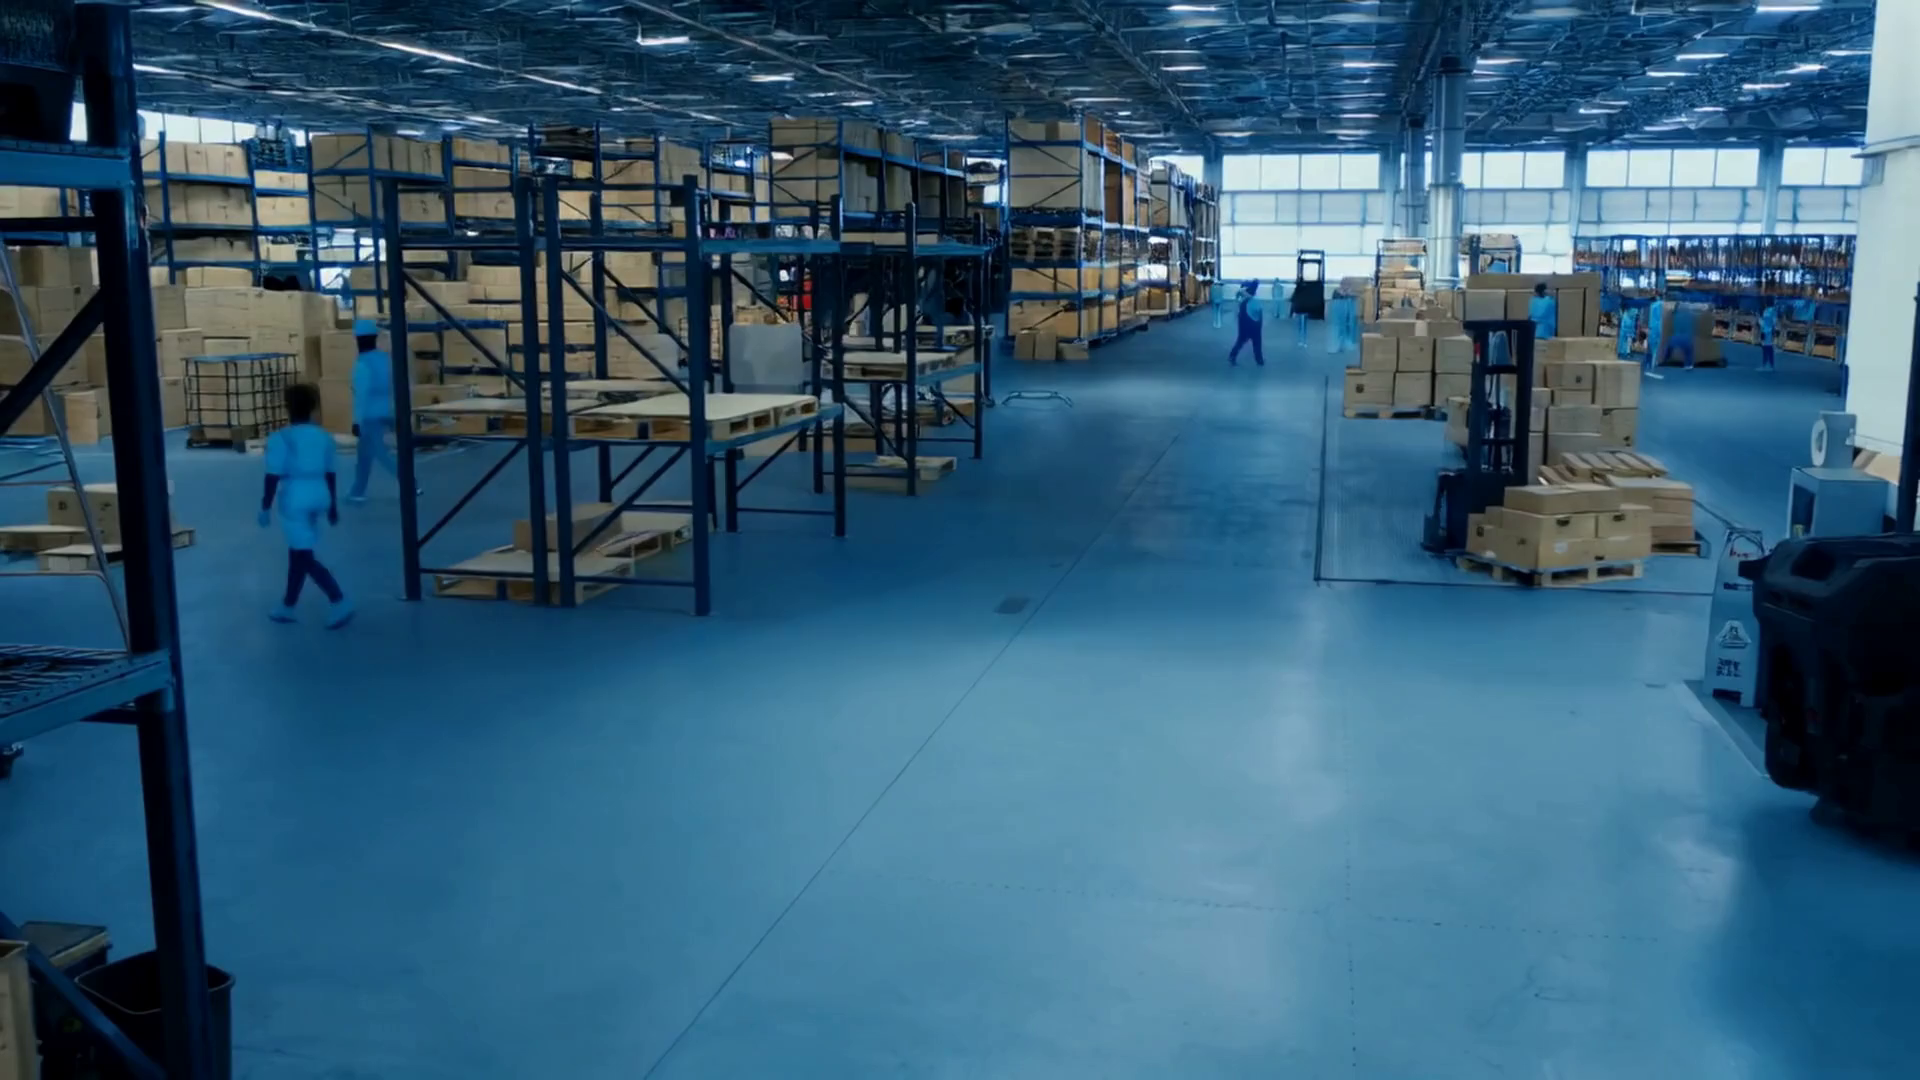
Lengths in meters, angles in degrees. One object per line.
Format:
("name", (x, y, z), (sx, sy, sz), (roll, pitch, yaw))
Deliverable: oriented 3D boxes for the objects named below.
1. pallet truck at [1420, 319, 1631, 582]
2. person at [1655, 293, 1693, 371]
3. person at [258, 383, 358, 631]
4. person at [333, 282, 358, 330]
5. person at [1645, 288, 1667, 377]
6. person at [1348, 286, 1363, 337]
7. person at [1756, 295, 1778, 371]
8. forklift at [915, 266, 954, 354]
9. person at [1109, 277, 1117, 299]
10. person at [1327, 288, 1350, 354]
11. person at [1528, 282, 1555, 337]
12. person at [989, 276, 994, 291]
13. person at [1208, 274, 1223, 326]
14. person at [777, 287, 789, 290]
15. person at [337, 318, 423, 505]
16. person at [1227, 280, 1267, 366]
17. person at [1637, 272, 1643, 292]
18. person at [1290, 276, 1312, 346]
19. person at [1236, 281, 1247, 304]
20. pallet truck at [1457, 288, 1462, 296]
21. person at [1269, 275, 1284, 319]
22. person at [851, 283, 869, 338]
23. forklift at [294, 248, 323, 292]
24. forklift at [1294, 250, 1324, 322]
("pallet truck", (4.543, -0.757, 13.299), (0.823, 1.965, 1.885), (-4, 10, -22))
("person", (15.950, -4.631, 37.040), (0.870, 1.727, 0.538), (2, 10, 10))
("person", (-4.373, -0.224, 11.131), (0.818, 1.657, 0.532), (3, 10, 18))
("person", (-15.204, -5.422, 41.196), (0.592, 1.911, 0.385), (-8, 13, -41))
("person", (14.670, -4.360, 35.015), (0.309, 1.868, 0.535), (1, 10, 7))
("person", (12.460, -7.189, 52.492), (0.525, 1.620, 0.374), (4, 10, 22))
("person", (18.026, -4.617, 37.073), (0.320, 1.693, 0.537), (1, 10, 3))
("forklift", (-0.859, -6.076, 42.187), (1.129, 2.768, 1.873), (2, 10, 12))
("person", (8.302, -13.645, 90.250), (0.646, 1.789, 0.977), (1, 10, 6))
("person", (9.865, -5.679, 43.216), (0.541, 1.737, 0.436), (-2, 10, -10))
("person", (13.275, -4.915, 38.061), (0.598, 1.959, 0.387), (9, 13, 41))
("person", (1.727, -13.274, 88.137), (0.546, 1.750, 0.416), (5, 11, 28))
("person", (9.531, -8.944, 62.005), (0.554, 1.920, 0.426), (2, 10, 10))
("person", (-7.510, -10.311, 70.149), (0.652, 1.900, 0.920), (1, 10, 6))
("person", (-5.876, -1.287, 16.766), (0.930, 1.891, 0.596), (1, 10, 6))
("person", (6.640, -5.037, 38.518), (0.983, 2.000, 0.688), (-5, 11, -28))
("person", (36.188, -13.397, 88.677), (0.809, 1.811, 0.611), (1, 10, 5))
("person", (9.772, -6.549, 47.617), (0.618, 1.996, 0.388), (-2, 10, -9))
("person", (10.842, -9.068, 63.547), (0.528, 1.654, 0.874), (-1, 10, -4))
("pallet truck", (20.506, -9.785, 68.819), (0.653, 1.274, 1.630), (2, 10, 12))
("person", (13.015, -9.966, 68.376), (0.600, 1.813, 0.651), (3, 10, 15))
("person", (-2.517, -5.613, 42.420), (0.593, 1.867, 0.657), (3, 10, 19))
("forklift", (-20.459, -7.810, 52.453), (1.873, 2.768, 1.129), (4, 10, 20))
("forklift", (13.778, -10.002, 65.433), (1.129, 2.768, 1.873), (2, 10, 12))
